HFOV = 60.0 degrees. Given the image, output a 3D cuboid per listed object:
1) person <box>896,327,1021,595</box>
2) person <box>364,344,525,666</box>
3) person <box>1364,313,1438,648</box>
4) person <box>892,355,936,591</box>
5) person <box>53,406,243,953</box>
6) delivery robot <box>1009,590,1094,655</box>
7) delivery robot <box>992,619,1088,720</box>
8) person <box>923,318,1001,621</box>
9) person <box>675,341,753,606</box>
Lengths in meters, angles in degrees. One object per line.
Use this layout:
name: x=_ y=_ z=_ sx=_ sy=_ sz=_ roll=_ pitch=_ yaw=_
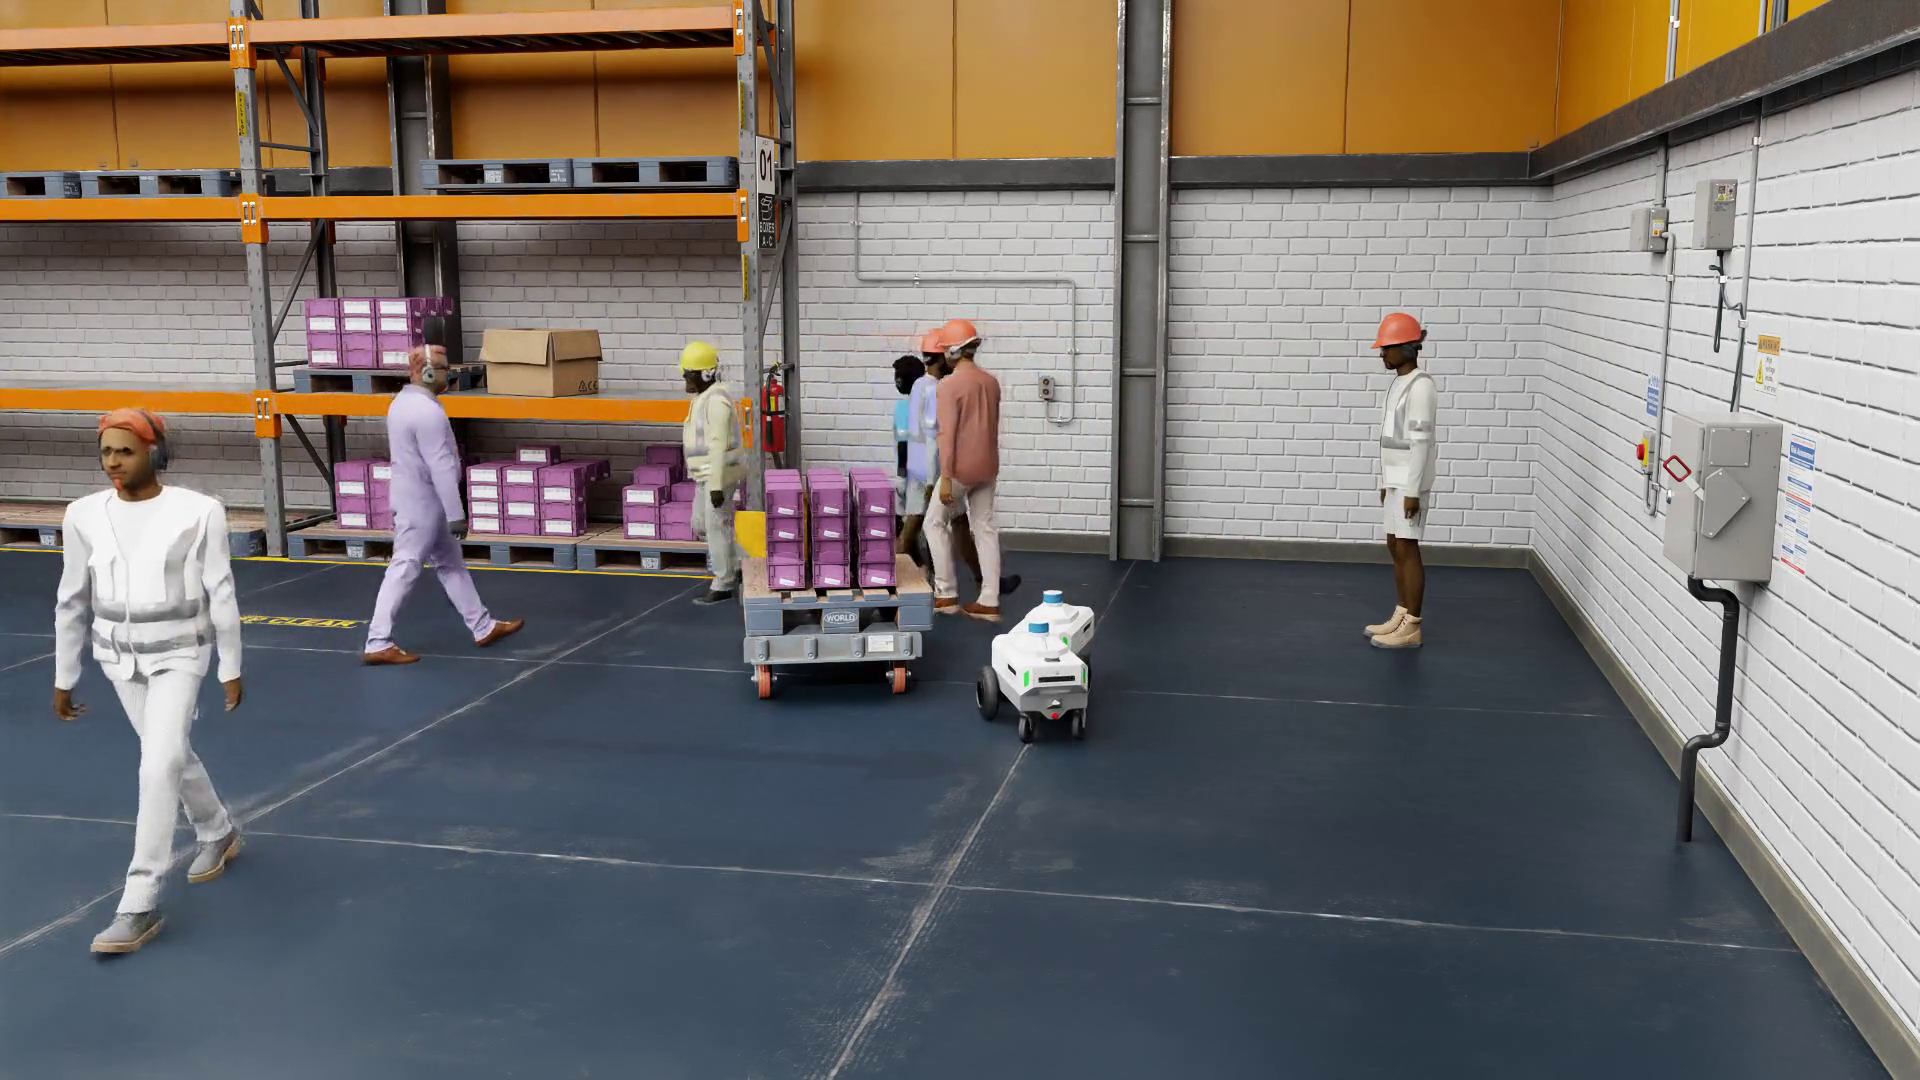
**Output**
person: x=-0.069 y=-0.488 z=11.290 sx=0.982 sy=1.888 sz=0.553 roll=-3 pitch=10 yaw=-18
person: x=-3.070 y=-0.210 z=9.743 sx=0.984 sy=1.848 sz=0.673 roll=-5 pitch=11 yaw=-28
person: x=2.670 y=-0.359 z=10.114 sx=0.410 sy=2.032 sz=0.609 roll=0 pitch=9 yaw=-2
person: x=-0.303 y=-0.454 z=11.698 sx=0.371 sy=1.684 sz=0.607 roll=6 pitch=11 yaw=30
person: x=-2.884 y=0.440 z=5.929 sx=0.588 sy=1.828 sz=1.013 roll=1 pitch=9 yaw=4
delivery robot: x=0.500 y=0.516 z=8.983 sx=0.477 sy=0.478 sz=0.707 roll=3 pitch=10 yaw=16
delivery robot: x=0.390 y=0.636 z=8.259 sx=0.477 sy=0.478 sz=0.707 roll=-2 pitch=10 yaw=-12
person: x=-0.011 y=-0.455 z=10.874 sx=0.718 sy=1.962 sz=0.677 roll=8 pitch=12 yaw=40
person: x=-1.661 y=-0.450 z=11.314 sx=0.532 sy=1.808 sz=0.612 roll=-3 pitch=10 yaw=-20
